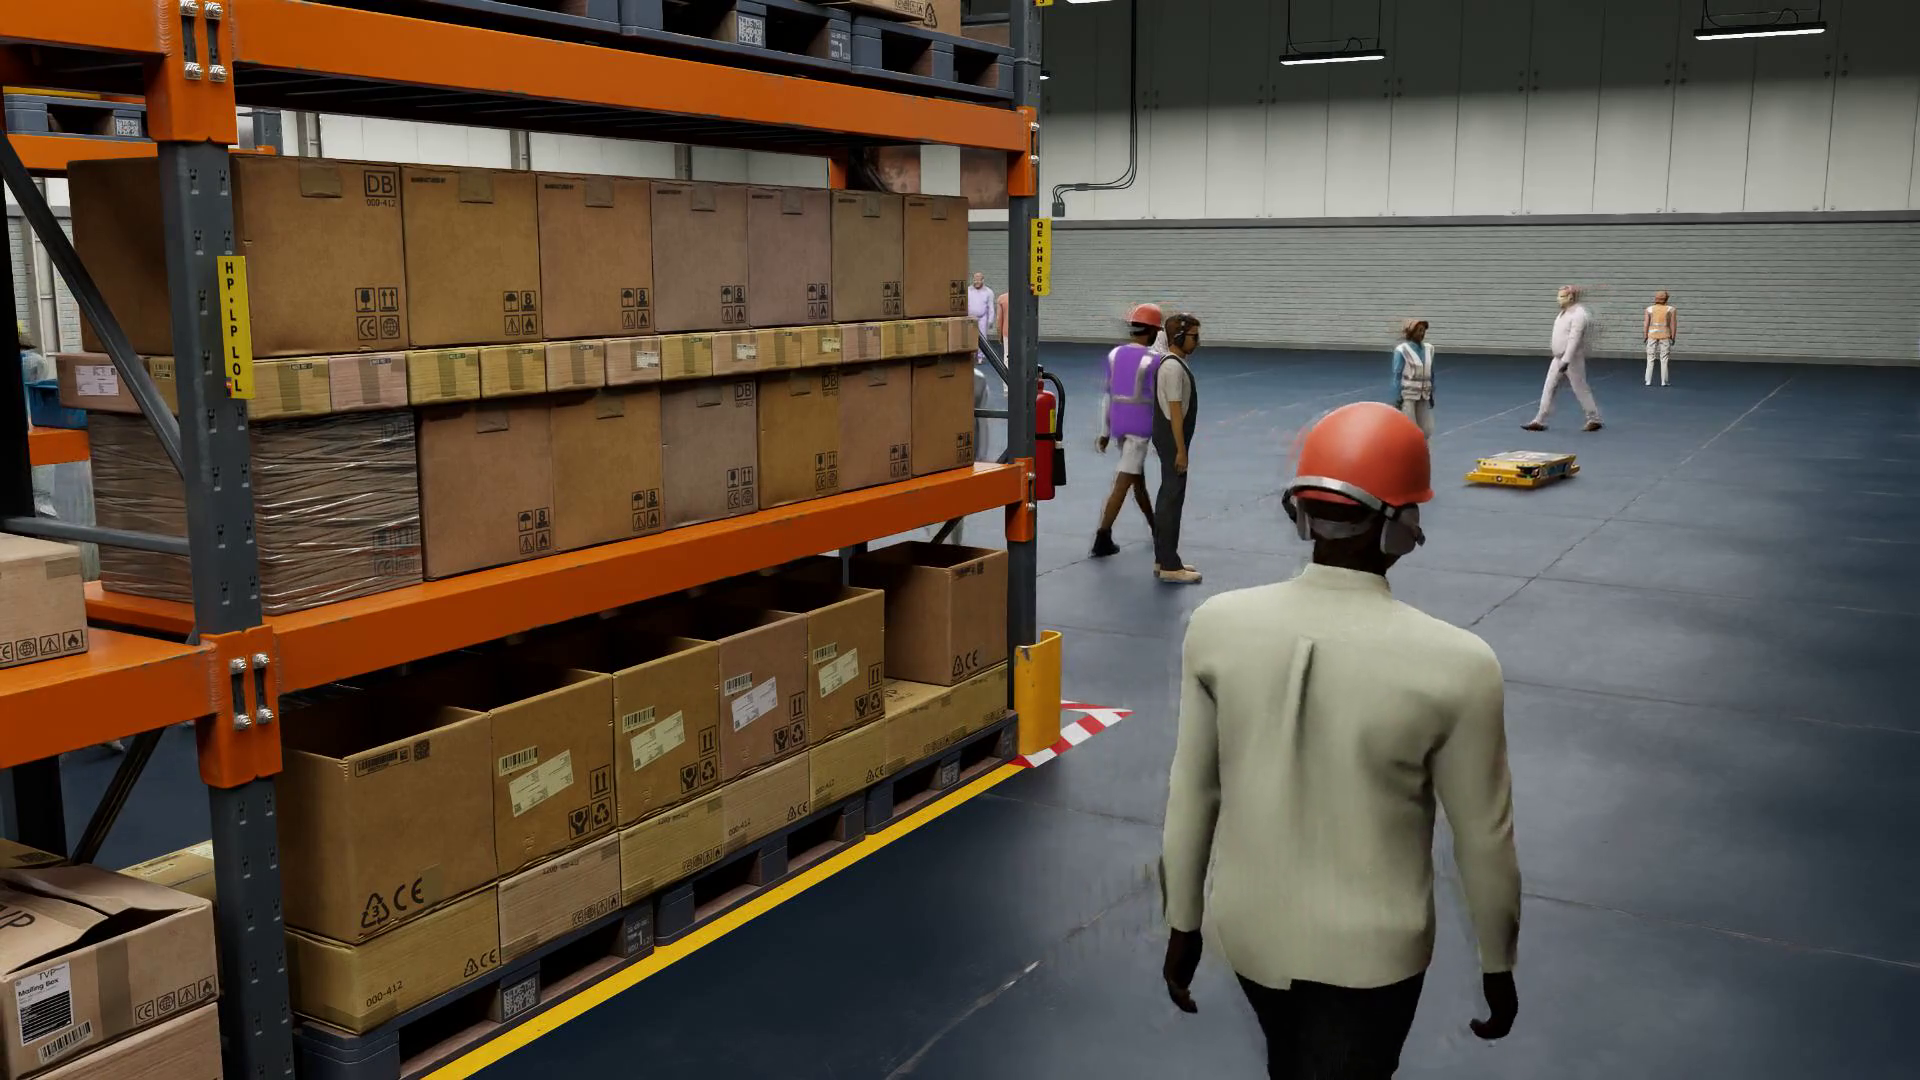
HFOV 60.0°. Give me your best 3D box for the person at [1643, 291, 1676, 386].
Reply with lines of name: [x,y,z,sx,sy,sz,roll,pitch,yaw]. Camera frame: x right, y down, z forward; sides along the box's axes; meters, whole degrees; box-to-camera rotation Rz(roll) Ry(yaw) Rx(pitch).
person: [11.989,-3.450,28.517,0.523,1.636,0.311,5,11,29]

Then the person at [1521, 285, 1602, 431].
person: [7.738,-2.296,21.135,0.963,1.863,0.639,-1,10,-9]

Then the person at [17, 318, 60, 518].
person: [-7.827,-1.001,13.914,0.500,1.718,0.491,-2,10,-10]

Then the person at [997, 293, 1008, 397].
person: [0.894,-3.252,26.311,0.622,1.993,0.381,3,10,20]

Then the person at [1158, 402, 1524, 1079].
person: [0.775,0.714,3.193,0.641,1.951,0.939,8,12,38]

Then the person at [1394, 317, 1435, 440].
person: [4.502,-1.409,16.593,0.531,1.622,0.423,-5,11,-28]

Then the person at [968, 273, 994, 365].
person: [0.351,-4.459,33.732,0.667,1.863,0.911,1,10,6]

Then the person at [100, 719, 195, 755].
person: [-3.698,0.144,7.567,0.527,1.606,0.806,5,11,28]

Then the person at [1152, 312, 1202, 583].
person: [1.492,-0.633,11.424,0.345,1.845,0.508,0,10,1]

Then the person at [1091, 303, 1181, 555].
person: [1.357,-0.838,12.535,1.033,1.867,0.561,-8,13,-39]

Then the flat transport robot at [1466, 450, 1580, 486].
flat transport robot: [5.632,-0.729,16.580,0.652,0.197,1.431,7,12,37]

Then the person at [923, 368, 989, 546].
person: [-0.083,-0.570,11.134,0.606,1.811,0.565,-3,10,-18]

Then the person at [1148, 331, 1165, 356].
person: [2.571,-2.386,22.453,0.883,1.580,0.511,-4,10,-20]
